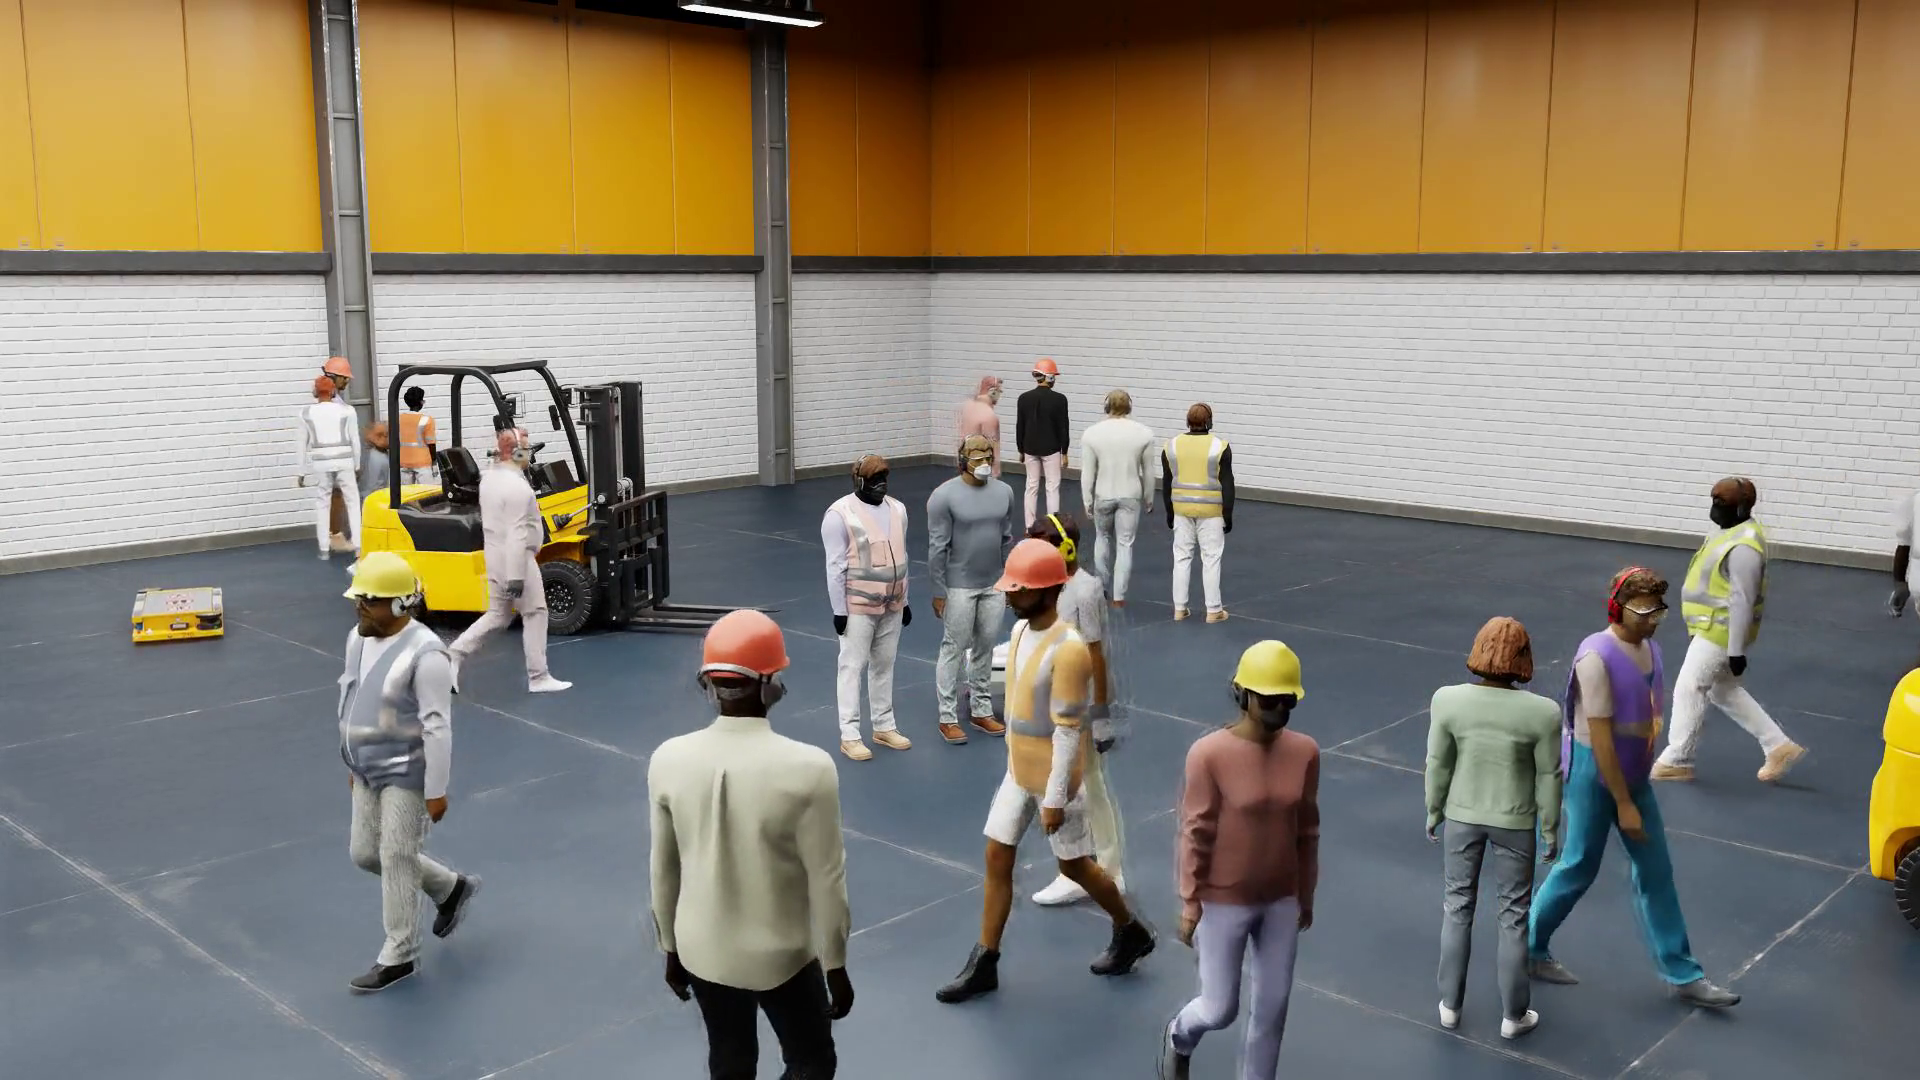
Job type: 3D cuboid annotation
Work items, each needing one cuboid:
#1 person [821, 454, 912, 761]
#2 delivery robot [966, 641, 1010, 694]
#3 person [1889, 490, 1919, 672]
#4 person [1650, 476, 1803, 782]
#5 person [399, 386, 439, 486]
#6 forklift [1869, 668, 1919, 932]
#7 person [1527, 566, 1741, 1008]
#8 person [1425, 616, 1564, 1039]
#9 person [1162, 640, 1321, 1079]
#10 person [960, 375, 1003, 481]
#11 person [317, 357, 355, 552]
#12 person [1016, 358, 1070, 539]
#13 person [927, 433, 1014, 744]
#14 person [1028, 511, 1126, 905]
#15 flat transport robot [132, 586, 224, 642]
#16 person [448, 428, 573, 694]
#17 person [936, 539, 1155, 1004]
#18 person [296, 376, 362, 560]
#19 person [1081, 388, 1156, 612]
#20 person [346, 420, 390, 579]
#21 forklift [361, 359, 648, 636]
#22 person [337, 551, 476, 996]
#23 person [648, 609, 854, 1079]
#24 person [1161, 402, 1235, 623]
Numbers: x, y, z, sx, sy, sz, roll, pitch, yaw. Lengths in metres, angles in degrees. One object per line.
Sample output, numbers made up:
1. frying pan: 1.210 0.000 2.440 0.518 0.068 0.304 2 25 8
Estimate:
1. person: -0.532 0.395 10.103 0.429 1.844 0.627 9 13 44
2. delivery robot: 0.396 0.842 11.005 0.707 0.478 0.477 -1 9 -4
3. person: 6.257 0.296 10.503 0.972 1.919 0.612 -3 10 -15
4. person: 4.362 0.521 9.458 0.837 1.801 0.629 4 10 21
5. person: -5.878 -0.814 17.988 0.532 1.691 0.321 3 10 17
6. forklift: 5.205 0.723 7.013 2.313 2.155 1.214 9 13 43
7. person: 2.657 0.990 6.661 0.567 1.797 0.841 -8 12 -39
8. person: 2.050 1.100 6.415 0.508 1.632 0.265 5 10 27
9. person: 0.947 1.173 5.586 0.549 1.750 0.519 -4 10 -22
10. person: 0.222 -0.744 16.973 0.409 1.877 0.690 -3 10 -19
11. person: -6.499 -0.890 17.395 0.402 2.033 0.605 -5 10 -26
12. person: 0.904 -0.960 17.953 0.613 1.991 0.392 5 11 29
13. person: 0.082 0.295 10.414 0.635 1.937 0.355 -6 11 -35
14. person: 0.517 0.782 7.740 0.599 1.832 0.548 -1 9 -4
15. flat transport robot: -6.435 0.590 13.707 0.652 0.197 1.431 -4 10 -24
16. person: -3.166 0.165 11.433 0.829 1.879 0.647 -7 11 -35
17. person: 0.387 0.919 6.748 0.959 1.898 0.548 -5 10 -26
18. person: -6.346 -0.718 16.828 0.710 1.872 0.503 -2 10 -14
19. person: 1.390 -0.367 14.535 0.642 1.910 0.775 1 9 9
20. person: -5.230 -0.278 14.908 0.464 1.609 0.531 -3 10 -19
21. forklift: -3.850 -0.407 13.936 2.313 2.155 1.214 2 9 11
22. person: -2.301 0.928 6.889 0.607 1.819 0.588 8 12 39
23. person: -0.625 1.188 4.811 0.636 1.980 0.558 4 10 21
24. person: 2.001 -0.227 13.909 0.624 1.847 0.429 5 10 26
